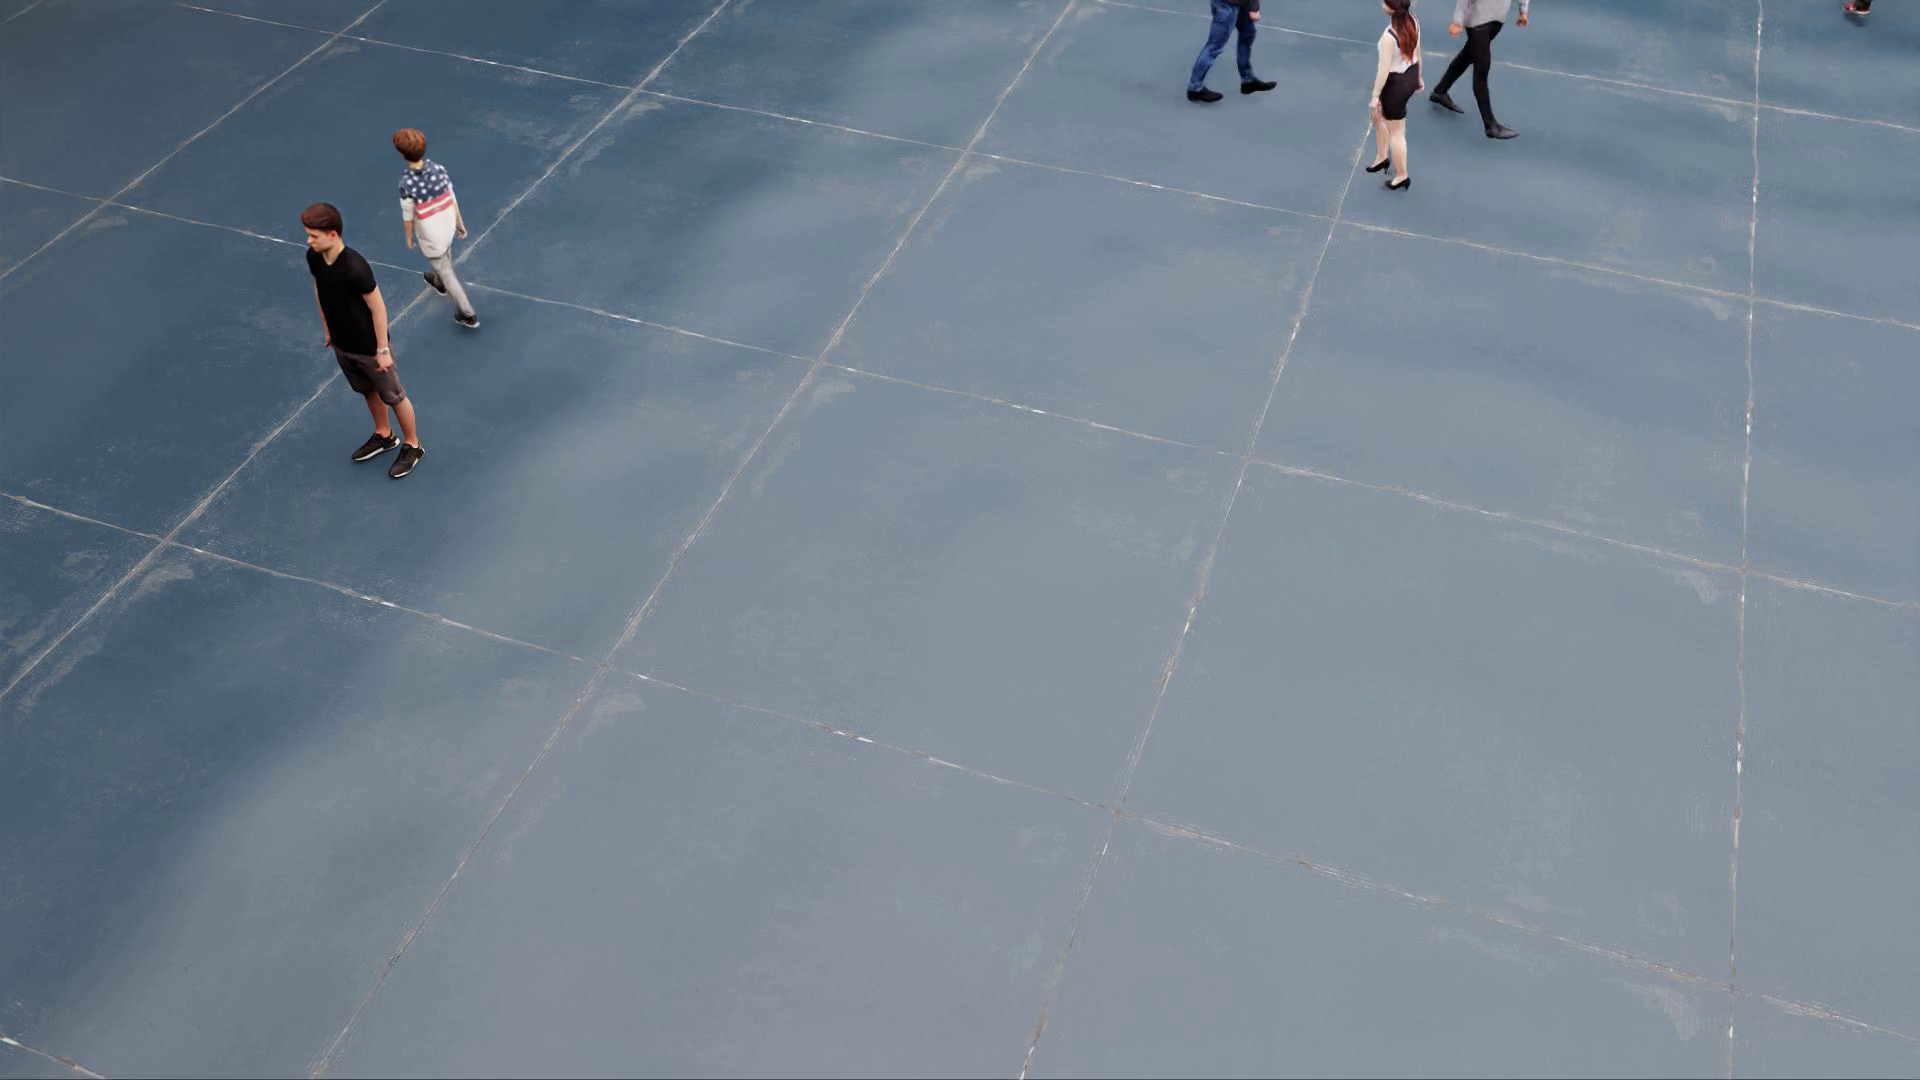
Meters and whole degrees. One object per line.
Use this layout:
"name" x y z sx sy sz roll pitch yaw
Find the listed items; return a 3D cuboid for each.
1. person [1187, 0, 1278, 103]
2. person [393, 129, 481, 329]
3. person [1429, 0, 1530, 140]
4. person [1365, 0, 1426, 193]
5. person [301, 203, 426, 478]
"person" 2.100 -4.401 13.428 1.055 1.853 0.871 6 43 6
"person" -3.520 -2.087 11.280 1.032 1.401 0.742 30 51 28
"person" 4.100 -4.182 13.184 1.192 1.865 1.352 -26 49 -25
"person" 3.334 -3.346 12.474 0.782 1.612 0.686 33 52 30
"person" -3.598 -1.218 10.013 0.575 1.861 0.790 23 48 22
